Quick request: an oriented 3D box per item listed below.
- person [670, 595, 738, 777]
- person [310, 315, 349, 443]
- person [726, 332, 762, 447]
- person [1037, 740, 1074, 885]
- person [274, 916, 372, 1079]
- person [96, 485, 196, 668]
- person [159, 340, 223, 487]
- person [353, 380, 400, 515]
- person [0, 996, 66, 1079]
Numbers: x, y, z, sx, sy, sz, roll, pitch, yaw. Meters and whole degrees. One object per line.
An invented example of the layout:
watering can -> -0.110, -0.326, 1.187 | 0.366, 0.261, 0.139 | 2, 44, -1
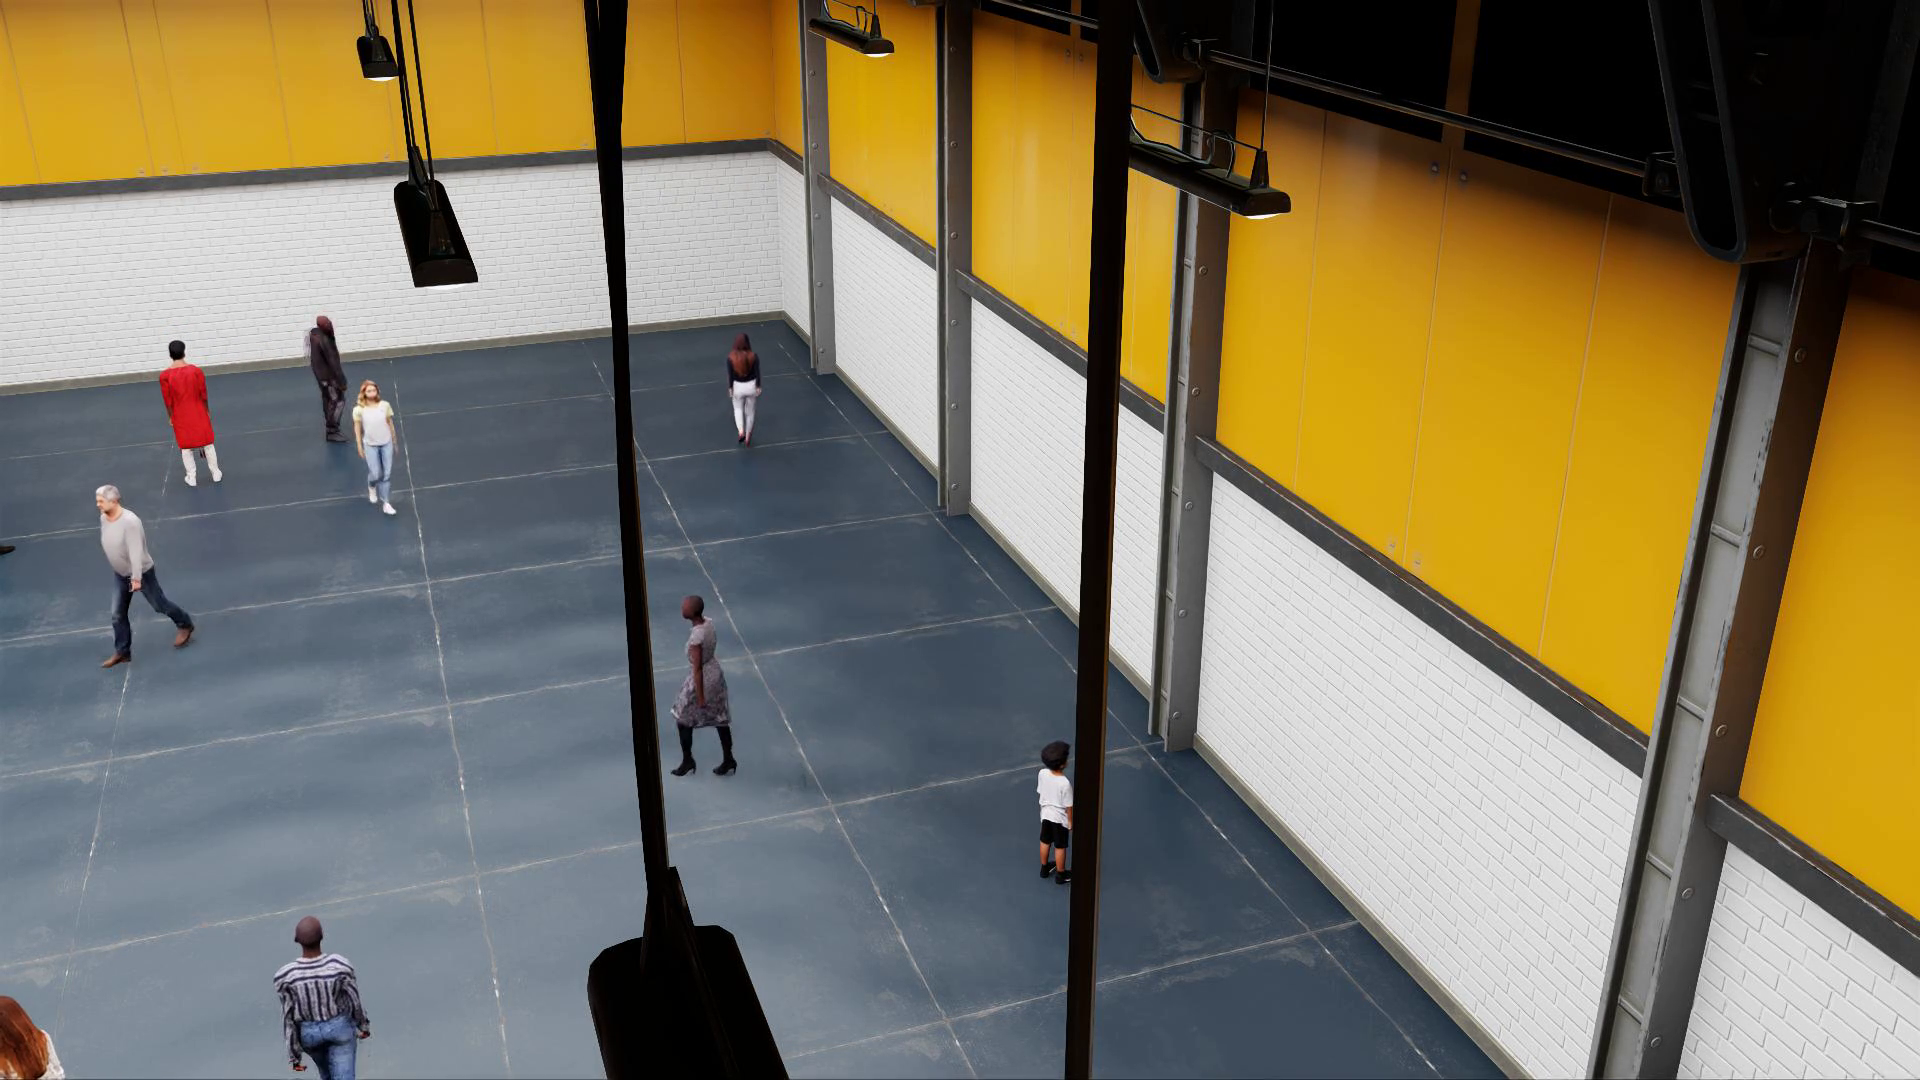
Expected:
person -> -2.154, 1.304, 14.638 | 0.915, 1.770, 0.878 | 6, 24, 14
person -> -8.692, -2.260, 22.777 | 0.793, 1.782, 0.993 | 14, 27, 29
person -> -2.902, -2.009, 22.432 | 0.685, 1.599, 0.727 | -2, 24, -5
person -> 0.763, 2.169, 13.295 | 0.552, 1.262, 0.632 | 19, 30, 37
person -> -3.925, 3.191, 10.361 | 0.679, 1.738, 1.178 | -7, 25, -16
person -> -8.255, 0.311, 16.788 | 1.259, 1.868, 1.315 | 11, 26, 23
person -> -9.817, -1.625, 21.198 | 0.702, 1.883, 0.630 | -12, 26, -25
person -> -7.157, -1.157, 20.342 | 0.779, 1.712, 0.897 | -19, 30, -37
person -> -5.471, 3.418, 9.858 | 0.686, 1.726, 0.650 | 14, 27, 29
